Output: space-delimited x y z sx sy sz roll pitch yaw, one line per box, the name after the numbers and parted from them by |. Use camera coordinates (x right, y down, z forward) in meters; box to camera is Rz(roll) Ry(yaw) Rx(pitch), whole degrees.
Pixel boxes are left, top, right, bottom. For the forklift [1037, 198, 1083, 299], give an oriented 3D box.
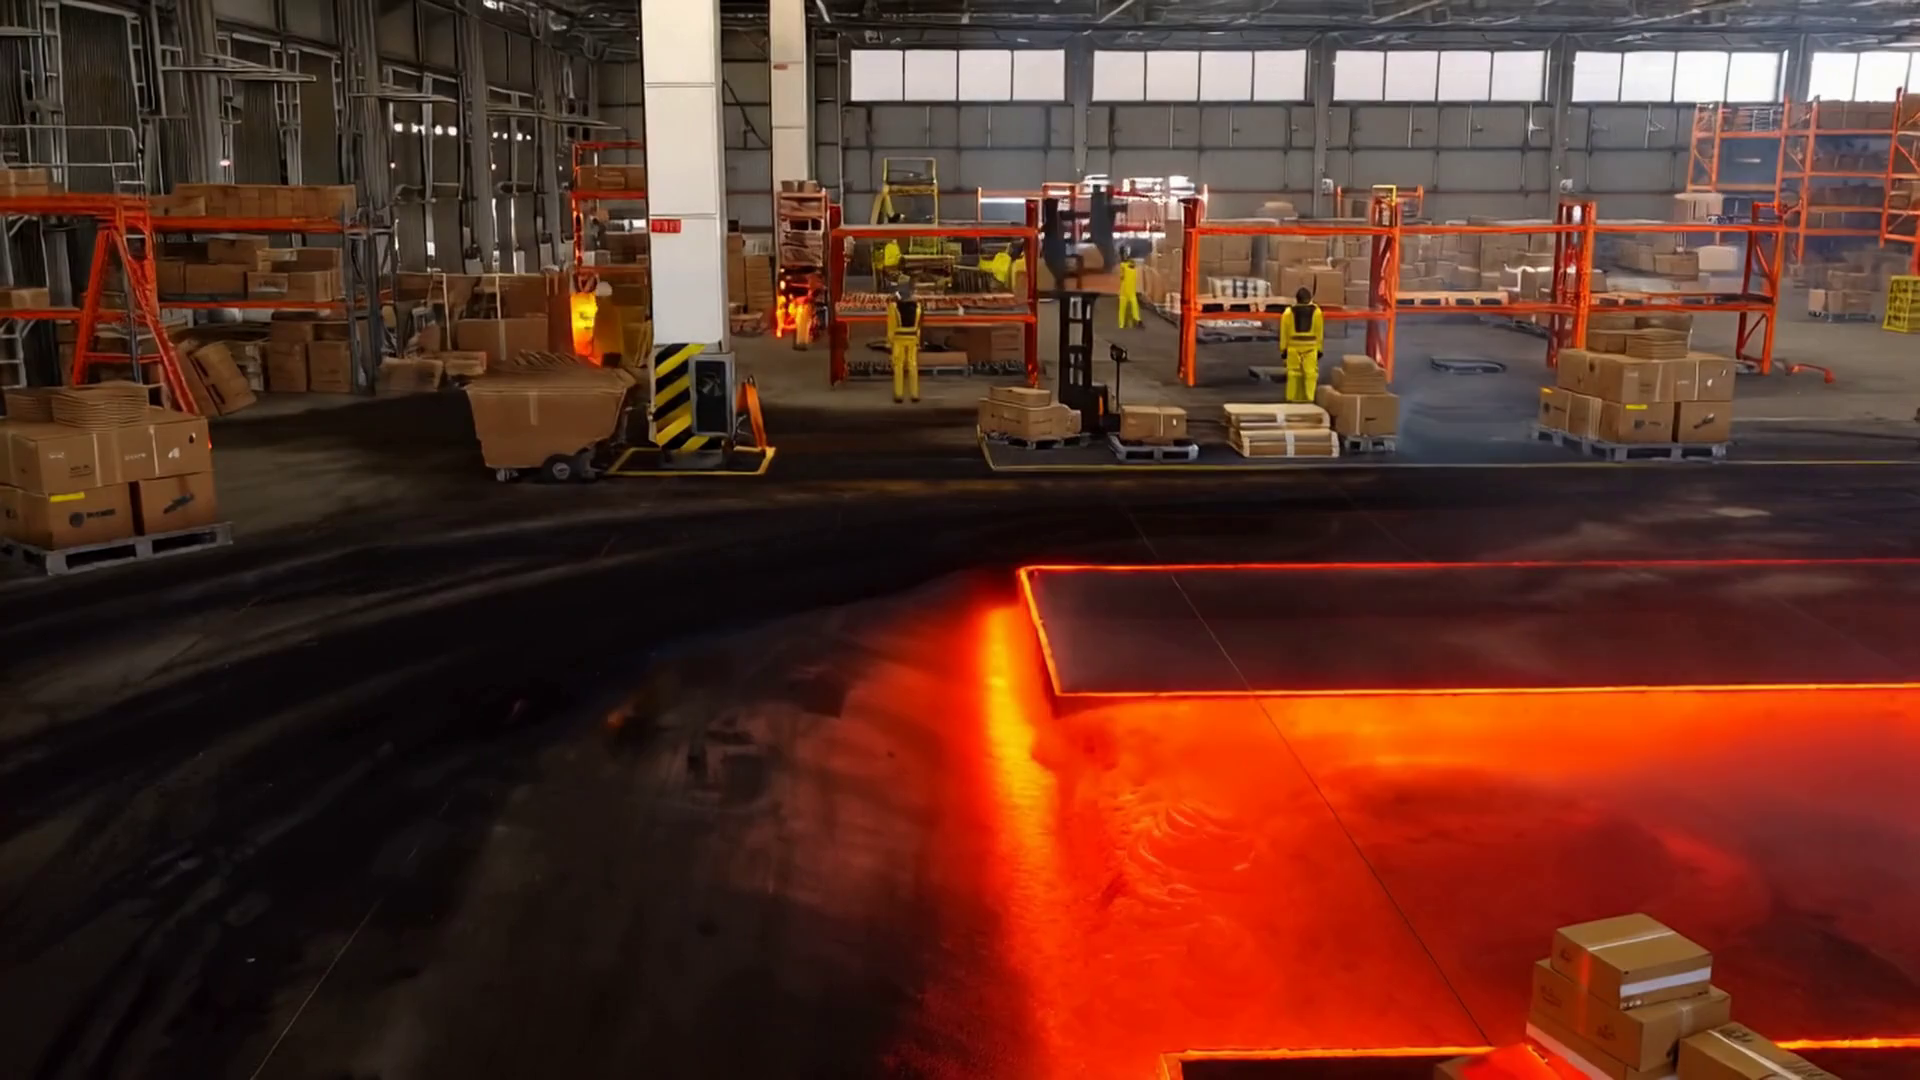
2.520 -8.201 46.747 1.873 2.768 1.129 0 12 -2 | forklift

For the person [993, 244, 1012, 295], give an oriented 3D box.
1.089 -6.880 43.440 0.490 1.720 0.717 -3 13 -15 | person

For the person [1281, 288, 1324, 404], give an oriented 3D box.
5.138 -2.865 25.022 0.626 1.844 0.429 1 13 4 | person

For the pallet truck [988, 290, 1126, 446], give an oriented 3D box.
1.257 -2.299 22.111 1.885 1.965 0.823 -9 15 -35 | pallet truck

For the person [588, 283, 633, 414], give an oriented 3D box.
-5.258 -2.775 24.374 1.018 1.938 0.642 -11 16 -40 | person

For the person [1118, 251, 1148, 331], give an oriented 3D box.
3.851 -5.580 37.379 0.519 1.791 0.982 -8 15 -31 | person

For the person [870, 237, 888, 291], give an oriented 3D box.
-2.435 -8.301 50.052 0.547 1.622 0.381 0 12 -1 | person

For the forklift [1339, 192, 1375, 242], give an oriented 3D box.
14.646 -11.355 60.989 1.129 2.768 1.873 0 12 -2 | forklift

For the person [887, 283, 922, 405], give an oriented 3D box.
-0.851 -3.019 25.652 0.568 1.878 0.351 -5 13 -22 | person

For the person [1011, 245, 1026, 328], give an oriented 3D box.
1.492 -5.862 38.479 0.650 1.887 1.041 4 13 18 | person

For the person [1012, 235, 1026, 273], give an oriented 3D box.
1.722 -7.268 44.753 0.637 1.913 0.847 -4 13 -18 | person

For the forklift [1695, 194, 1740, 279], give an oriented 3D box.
25.061 -10.179 55.679 1.129 2.768 1.873 -8 15 -31 | forklift

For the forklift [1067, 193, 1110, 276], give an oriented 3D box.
4.689 -10.424 56.787 1.873 2.768 1.129 -2 13 -8 | forklift
